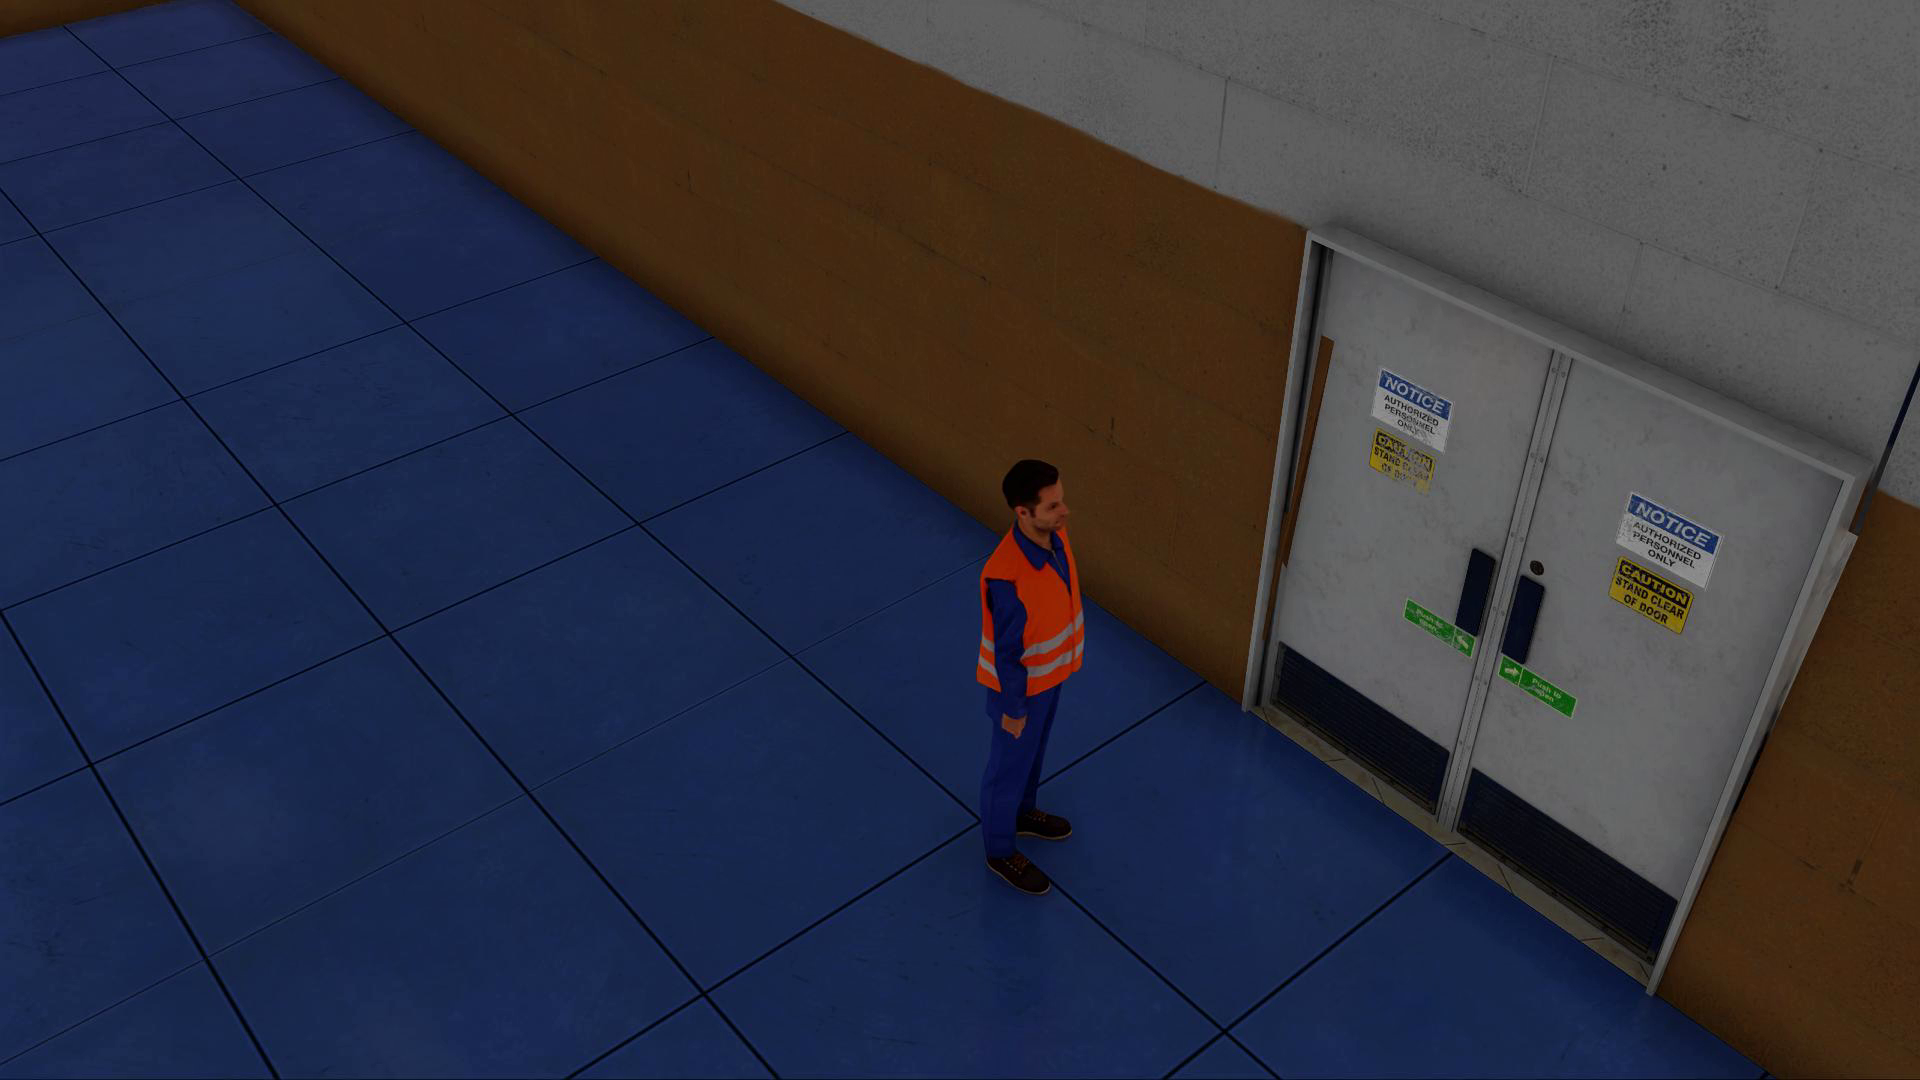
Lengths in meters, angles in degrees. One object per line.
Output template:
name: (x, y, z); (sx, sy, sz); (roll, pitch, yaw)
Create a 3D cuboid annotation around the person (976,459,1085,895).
person: (0.246, 0.486, 6.074); (0.847, 1.863, 0.721); (14, 39, 17)
